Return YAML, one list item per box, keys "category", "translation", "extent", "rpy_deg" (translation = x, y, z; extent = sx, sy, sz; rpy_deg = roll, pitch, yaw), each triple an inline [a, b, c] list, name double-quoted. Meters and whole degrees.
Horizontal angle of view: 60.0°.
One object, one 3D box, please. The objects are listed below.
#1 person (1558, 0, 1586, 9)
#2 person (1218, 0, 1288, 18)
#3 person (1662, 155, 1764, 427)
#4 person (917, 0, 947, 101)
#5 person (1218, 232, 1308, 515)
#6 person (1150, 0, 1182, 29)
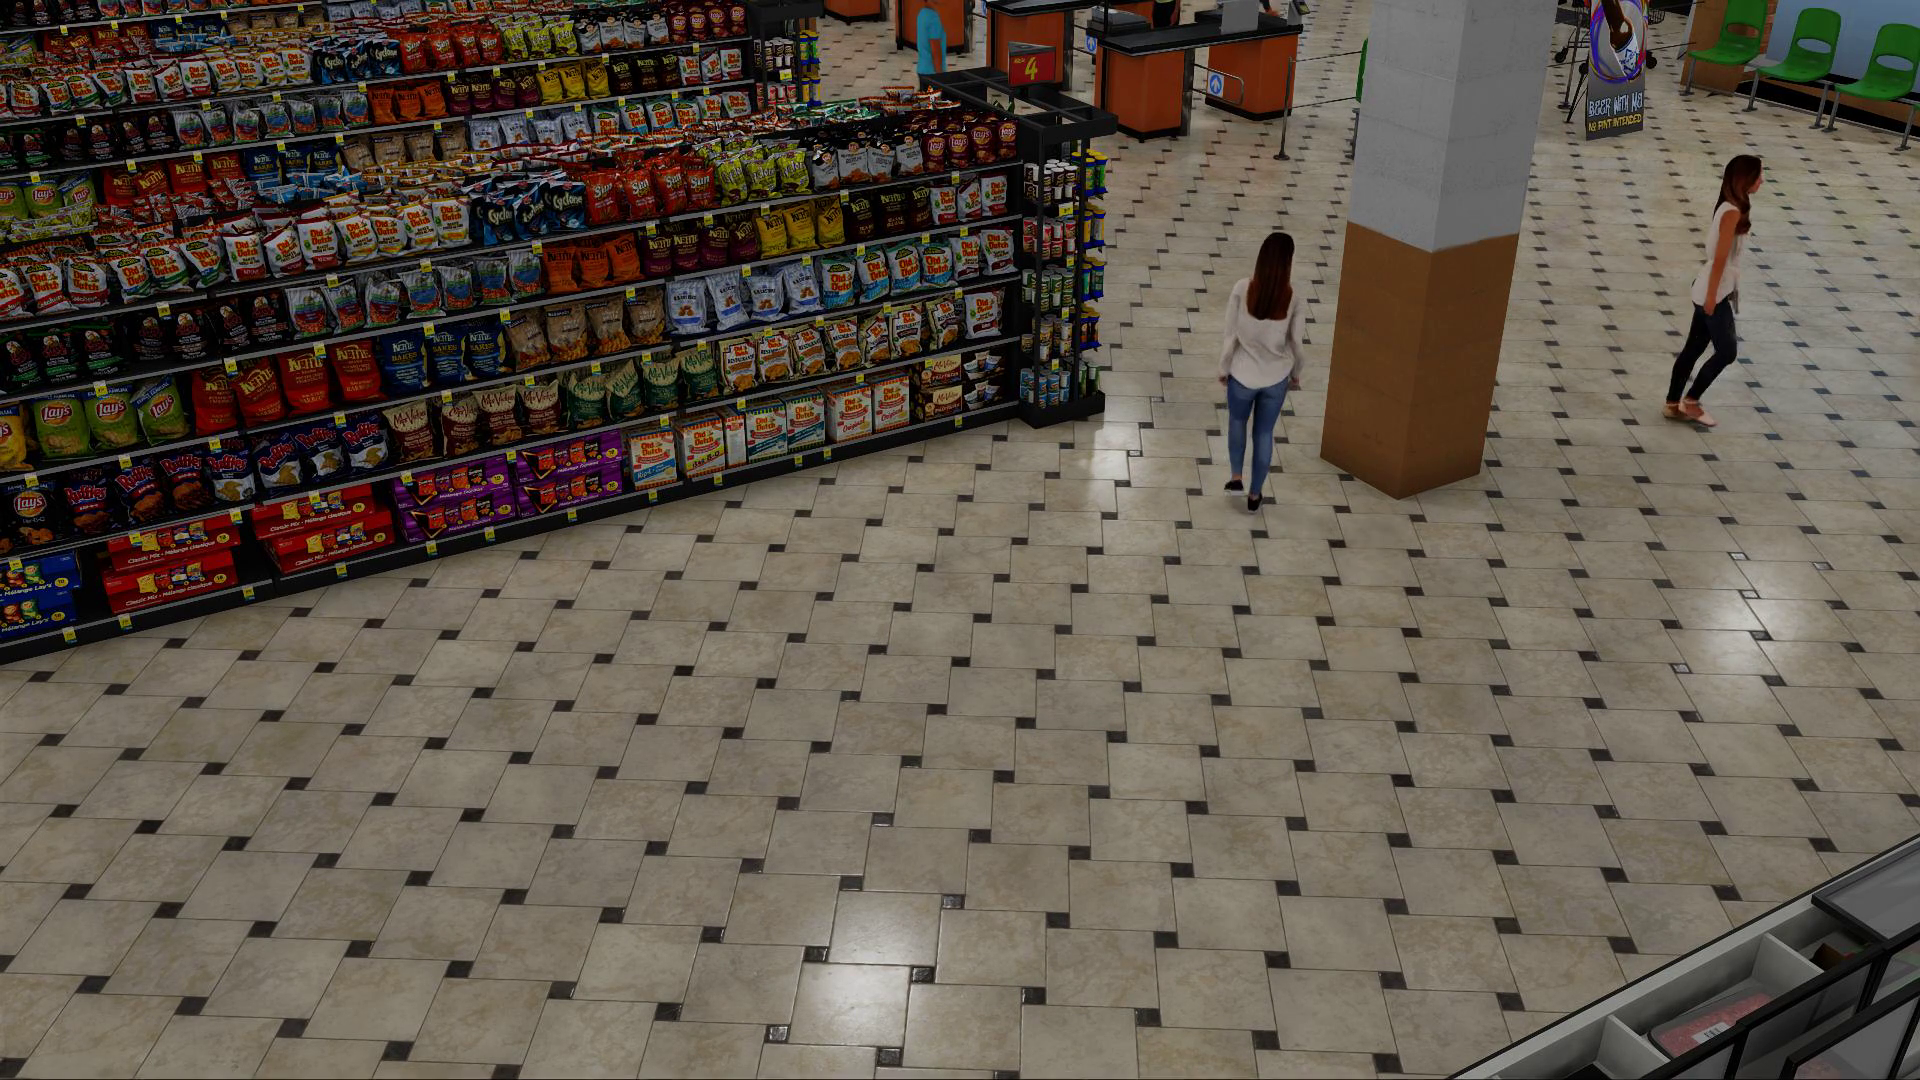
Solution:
- category: "person"
  translation: [8.549, -8.330, 22.937]
  extent: [0.667, 1.842, 0.759]
  rpy_deg: [-22, 35, -34]
- category: "person"
  translation: [3.698, -7.614, 21.747]
  extent: [1.240, 1.727, 1.037]
  rpy_deg: [2, 29, 3]
- category: "person"
  translation: [4.738, -1.587, 10.659]
  extent: [0.793, 1.774, 0.708]
  rpy_deg: [13, 31, 22]
- category: "person"
  translation: [-0.289, -4.479, 15.954]
  extent: [0.629, 1.776, 0.672]
  rpy_deg: [-6, 29, -12]
- category: "person"
  translation: [1.716, -0.907, 9.513]
  extent: [0.723, 1.678, 0.795]
  rpy_deg: [6, 29, 10]
- category: "person"
  translation: [2.325, -5.919, 18.613]
  extent: [0.534, 1.755, 0.574]
  rpy_deg: [-19, 34, -31]
